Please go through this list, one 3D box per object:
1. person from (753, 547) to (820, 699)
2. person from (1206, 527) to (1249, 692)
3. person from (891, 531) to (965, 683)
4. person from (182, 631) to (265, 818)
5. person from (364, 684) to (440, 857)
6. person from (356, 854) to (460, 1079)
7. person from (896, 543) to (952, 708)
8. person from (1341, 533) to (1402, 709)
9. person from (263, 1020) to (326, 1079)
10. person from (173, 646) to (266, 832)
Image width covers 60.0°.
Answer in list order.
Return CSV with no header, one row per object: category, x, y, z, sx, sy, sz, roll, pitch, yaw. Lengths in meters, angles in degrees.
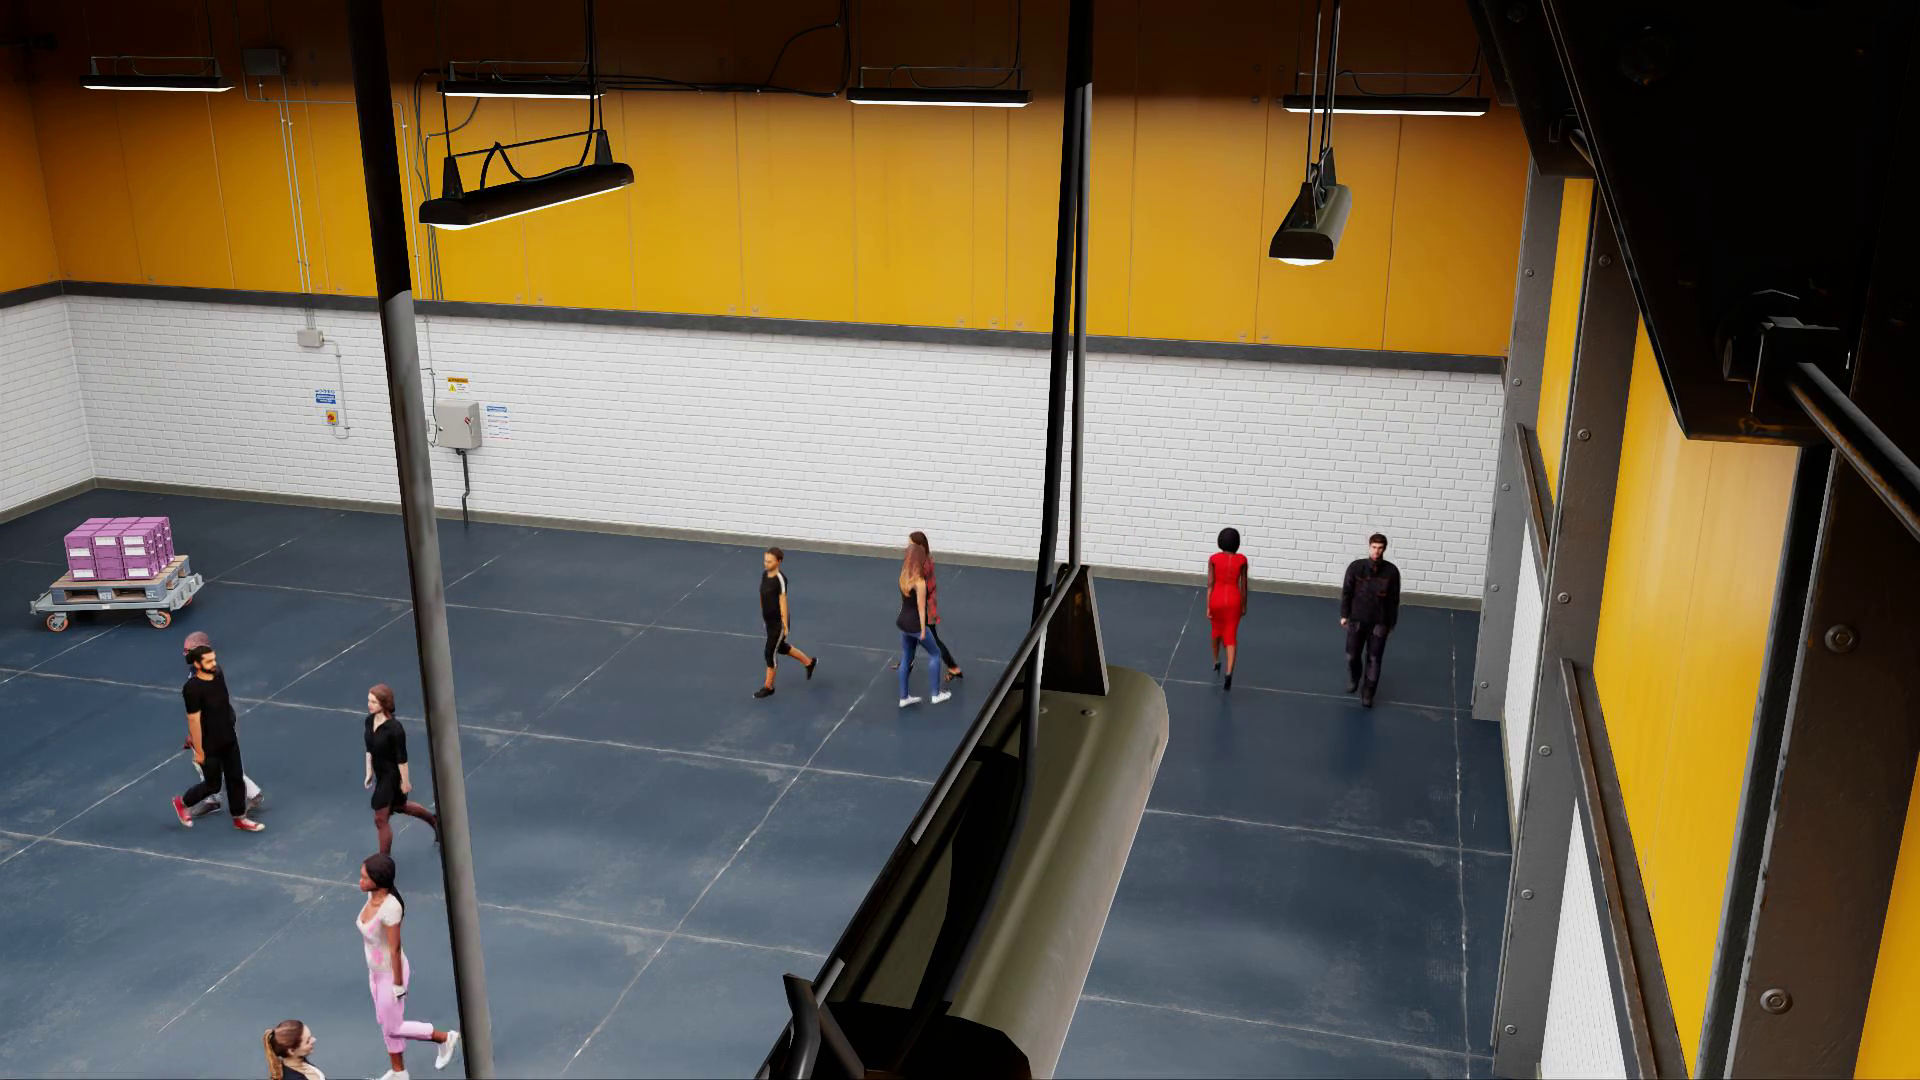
person,-1.822,0.834,17.186,1.052,1.637,0.995,-10,21,-27
person,2.775,0.754,17.323,0.707,1.702,1.127,2,19,7
person,-0.311,0.735,17.451,0.671,1.656,1.004,6,19,16
person,-6.477,1.629,14.607,1.014,1.778,0.917,-13,23,-34
person,-4.658,1.957,13.798,0.876,1.671,1.141,15,24,37
person,-3.704,2.851,11.049,0.939,1.732,0.863,-12,22,-32
person,-0.534,0.900,16.902,0.898,1.694,0.827,-14,23,-35
person,4.191,0.788,17.021,0.722,1.831,0.707,5,19,14
person,-3.766,3.445,9.384,1.017,1.669,0.968,-9,21,-26
person,-6.502,1.735,14.350,0.739,1.740,0.943,3,19,9
